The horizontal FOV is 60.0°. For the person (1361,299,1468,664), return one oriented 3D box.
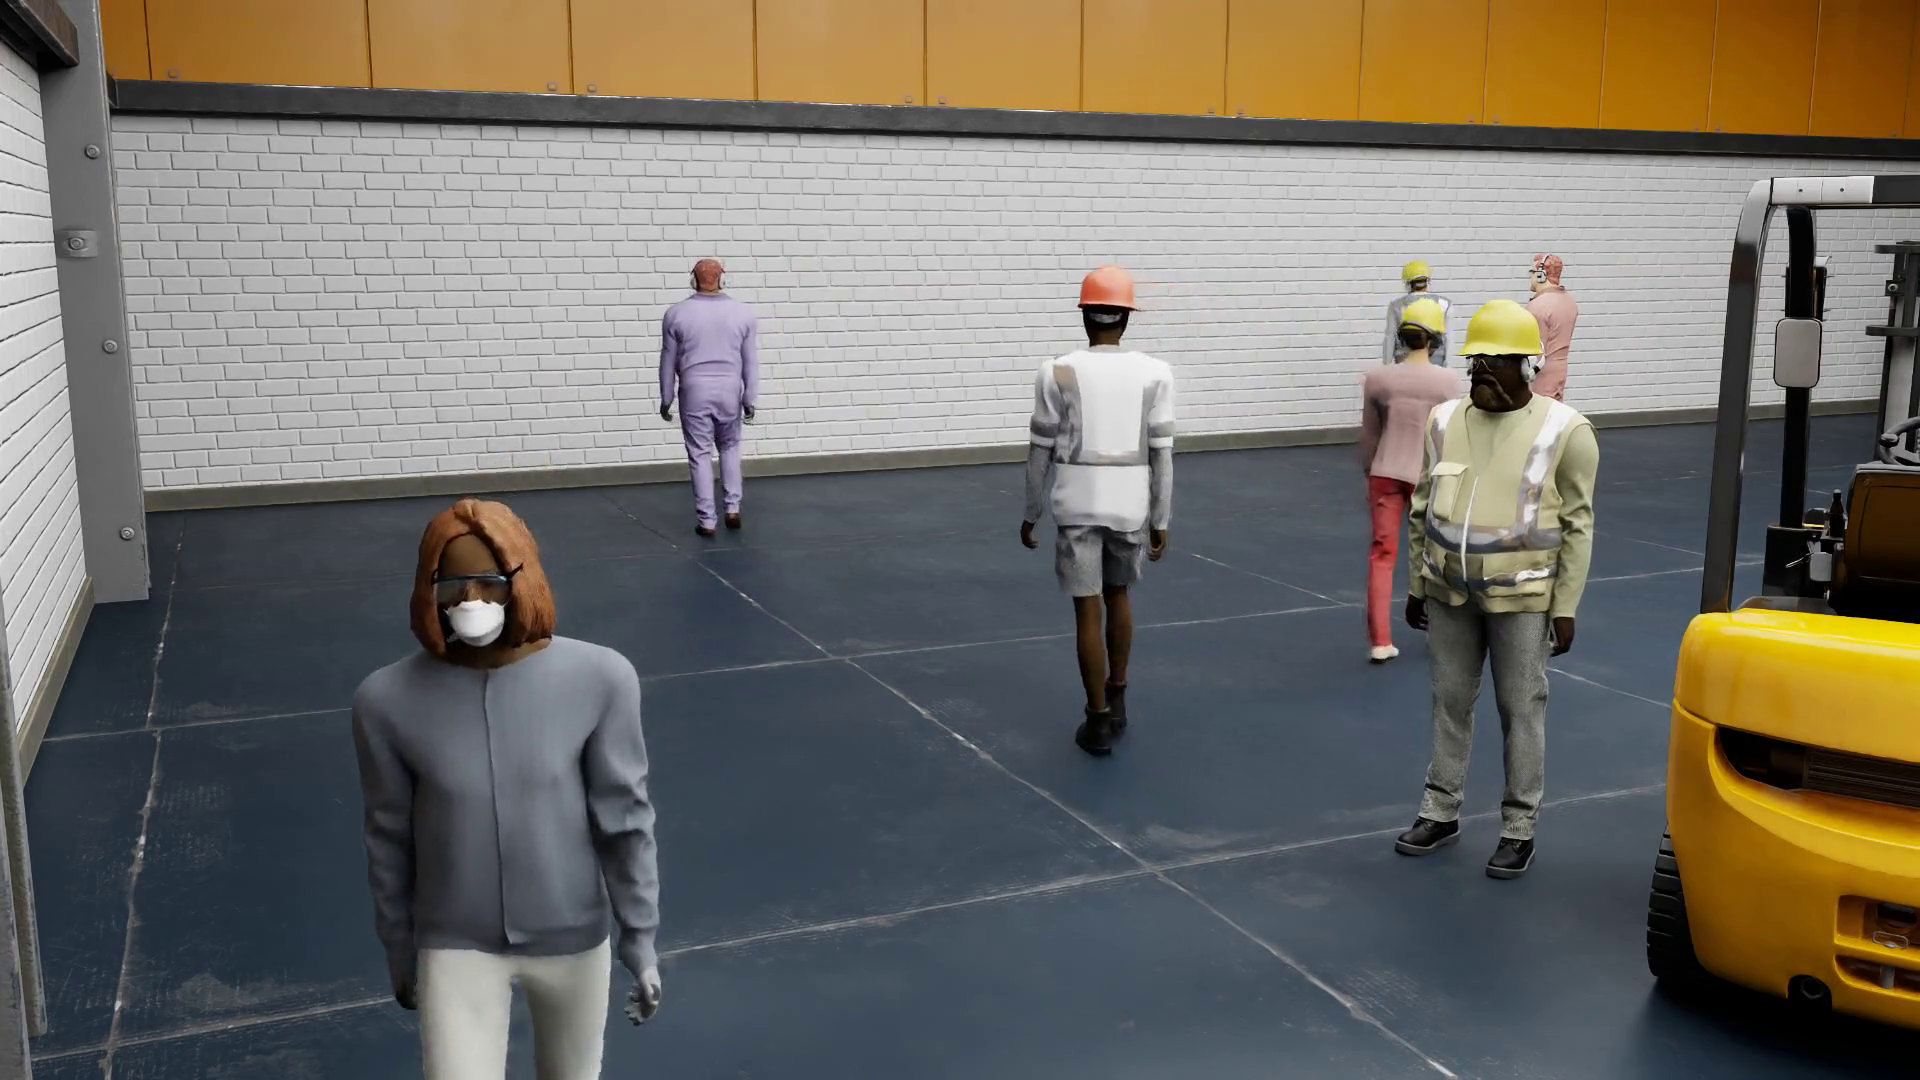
[{"bbox_3d":[2.224,-0.299,8.088,0.551,1.721,0.870,7,12,34],"label":"person"}]

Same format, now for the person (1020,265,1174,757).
[{"bbox_3d":[0.531,-0.128,6.641,0.563,1.909,0.663,-2,10,-10],"label":"person"}]

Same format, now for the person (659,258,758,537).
[{"bbox_3d":[-1.745,-0.981,11.434,0.653,1.891,0.621,-4,11,-20],"label":"person"}]

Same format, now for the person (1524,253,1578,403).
[{"bbox_3d":[4.391,-1.206,12.618,0.409,1.909,0.643,9,13,40],"label":"person"}]

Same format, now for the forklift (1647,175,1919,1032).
[{"bbox_3d":[2.810,0.094,4.662,1.214,2.155,2.313,7,12,34],"label":"forklift"}]

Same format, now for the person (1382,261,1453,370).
[{"bbox_3d":[4.102,-1.575,14.947,0.625,1.817,0.403,2,10,8],"label":"person"}]

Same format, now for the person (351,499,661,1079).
[{"bbox_3d":[-0.799,0.698,2.987,0.502,1.593,0.839,-3,11,-14],"label":"person"}]

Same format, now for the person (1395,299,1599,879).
[{"bbox_3d":[1.692,0.154,5.324,0.599,1.832,0.404,9,14,42],"label":"person"}]
